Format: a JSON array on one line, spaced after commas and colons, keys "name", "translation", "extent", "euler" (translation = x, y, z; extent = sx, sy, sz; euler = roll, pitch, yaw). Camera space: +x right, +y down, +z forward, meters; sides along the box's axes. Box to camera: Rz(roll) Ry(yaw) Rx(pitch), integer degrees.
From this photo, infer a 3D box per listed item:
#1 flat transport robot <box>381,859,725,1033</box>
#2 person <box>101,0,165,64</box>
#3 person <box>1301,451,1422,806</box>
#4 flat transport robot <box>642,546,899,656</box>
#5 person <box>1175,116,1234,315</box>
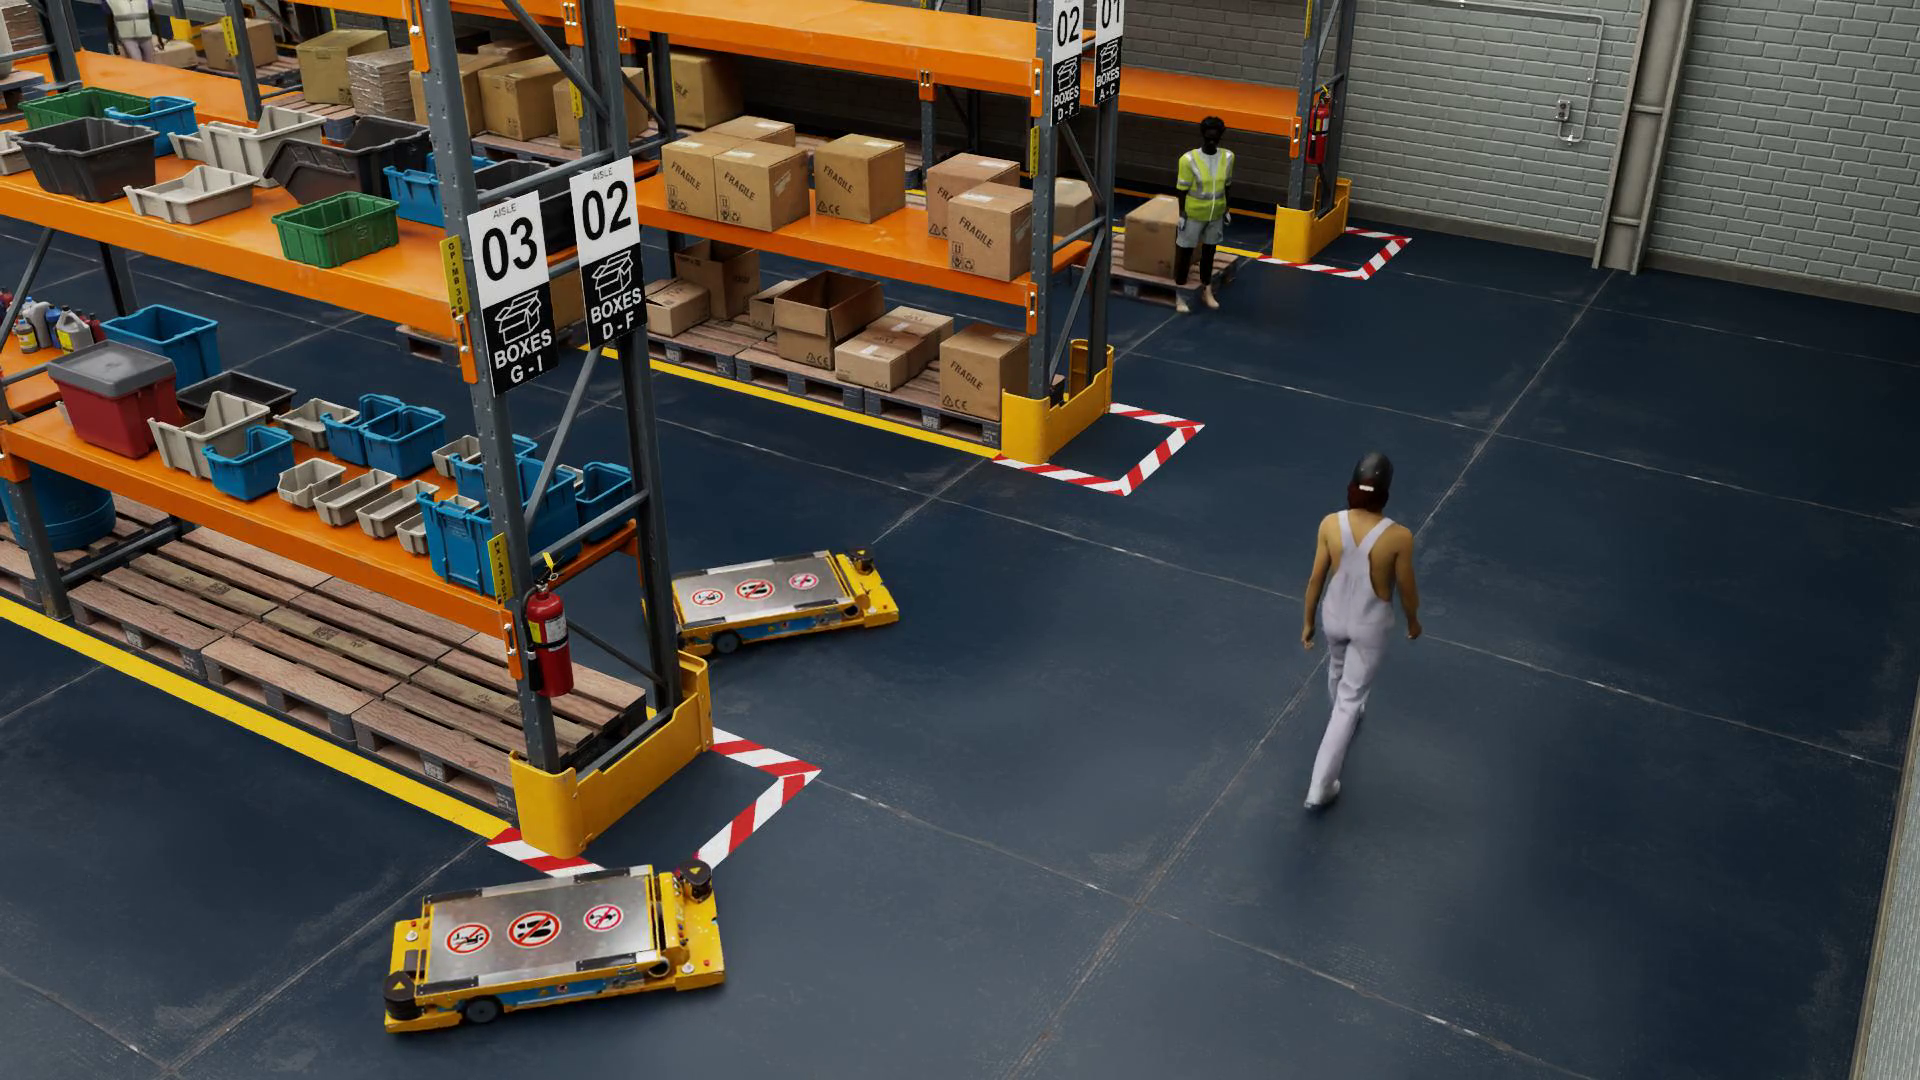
[{"name": "flat transport robot", "translation": [-1.797, 1.798, 7.407], "extent": [1.431, 0.231, 0.659], "euler": [-6, 30, -11]}, {"name": "person", "translation": [-9.802, -5.972, 19.752], "extent": [0.571, 1.819, 0.712], "euler": [-24, 37, -36]}, {"name": "person", "translation": [1.991, 0.407, 8.321], "extent": [0.519, 1.811, 0.988], "euler": [18, 34, 30]}, {"name": "flat transport robot", "translation": [-1.142, 0.374, 9.962], "extent": [1.431, 0.231, 0.659], "euler": [-9, 30, -16]}, {"name": "person", "translation": [2.067, -2.761, 14.122], "extent": [0.531, 1.692, 0.320], "euler": [-11, 31, -19]}]
